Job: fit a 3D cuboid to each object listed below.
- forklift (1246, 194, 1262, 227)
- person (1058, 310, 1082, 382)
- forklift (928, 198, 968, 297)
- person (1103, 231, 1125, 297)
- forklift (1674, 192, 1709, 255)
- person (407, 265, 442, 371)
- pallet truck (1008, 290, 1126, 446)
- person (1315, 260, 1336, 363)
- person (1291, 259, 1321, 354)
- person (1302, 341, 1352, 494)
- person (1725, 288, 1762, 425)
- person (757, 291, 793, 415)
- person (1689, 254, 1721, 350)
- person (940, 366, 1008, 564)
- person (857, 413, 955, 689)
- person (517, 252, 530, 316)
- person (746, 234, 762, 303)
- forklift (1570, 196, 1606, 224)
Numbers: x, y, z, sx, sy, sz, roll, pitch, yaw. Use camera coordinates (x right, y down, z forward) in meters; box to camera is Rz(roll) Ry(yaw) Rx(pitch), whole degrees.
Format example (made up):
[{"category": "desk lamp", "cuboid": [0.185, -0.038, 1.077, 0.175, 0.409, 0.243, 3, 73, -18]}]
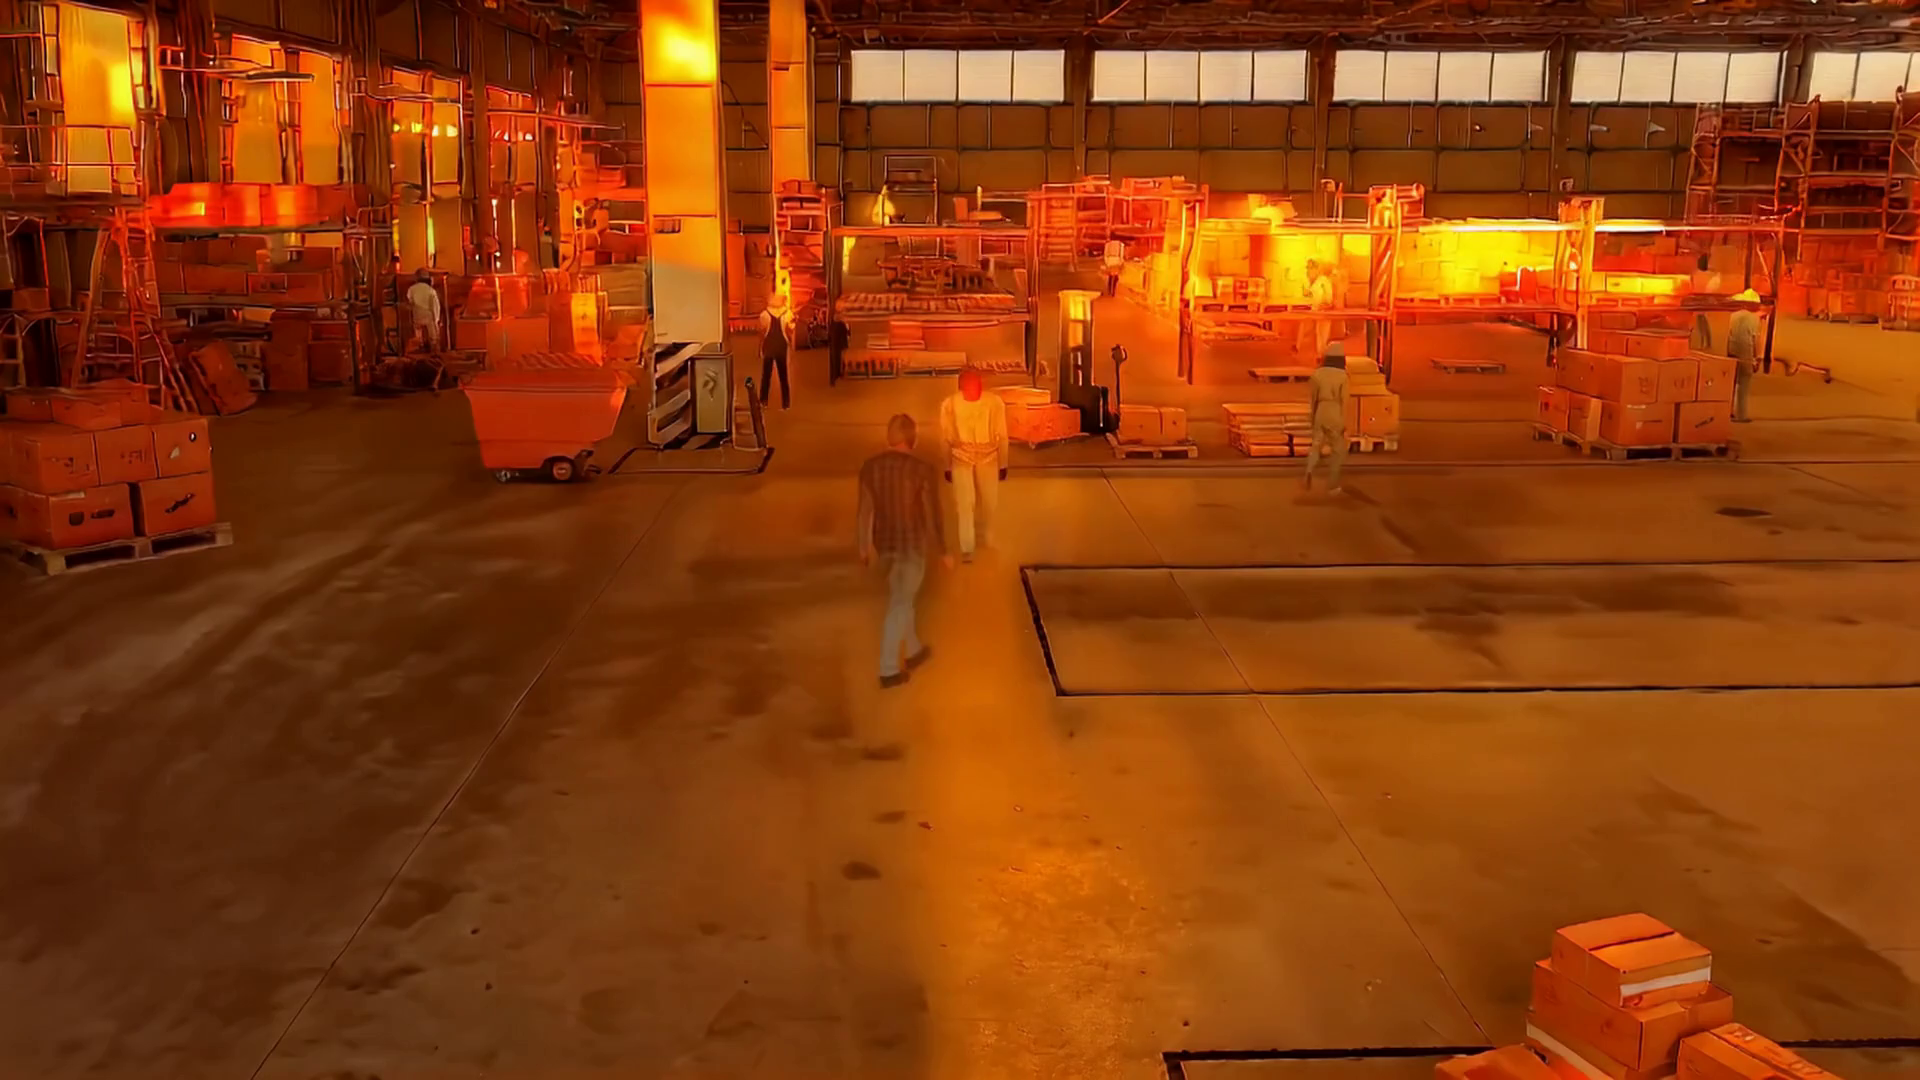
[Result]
[{"category": "forklift", "cuboid": [9.679, -9.988, 54.817, 1.873, 2.768, 1.129, 4, 13, 18]}, {"category": "person", "cuboid": [1.653, -2.411, 23.394, 0.886, 1.655, 0.528, -2, 13, -10]}, {"category": "forklift", "cuboid": [0.033, -8.182, 46.662, 1.873, 2.768, 1.129, 0, 12, -2]}, {"category": "person", "cuboid": [4.428, -7.955, 47.941, 0.620, 1.881, 0.802, 4, 13, 19]}, {"category": "forklift", "cuboid": [26.675, -11.215, 60.356, 1.873, 2.768, 1.129, 0, 12, -2]}, {"category": "person", "cuboid": [-9.405, -3.855, 29.273, 0.552, 1.935, 0.370, -1, 13, -3]}, {"category": "pallet truck", "cuboid": [1.257, -2.299, 22.111, 1.885, 1.965, 0.823, -9, 15, -35]}, {"category": "person", "cuboid": [6.877, -4.280, 31.230, 0.383, 1.933, 0.671, 7, 14, 27]}, {"category": "person", "cuboid": [6.922, -4.598, 32.792, 0.609, 1.863, 0.993, 11, 17, 42]}, {"category": "person", "cuboid": [4.057, -1.329, 18.360, 0.493, 1.720, 0.661, 8, 15, 31]}, {"category": "person", "cuboid": [11.151, -2.610, 23.671, 0.383, 1.928, 0.588, -4, 13, -19]}, {"category": "person", "cuboid": [-2.740, -2.760, 24.582, 0.530, 1.835, 0.353, -2, 13, -10]}, {"category": "person", "cuboid": [14.951, -4.790, 33.551, 0.911, 1.913, 0.653, -9, 15, -36]}, {"category": "person", "cuboid": [0.128, -0.724, 15.413, 0.629, 1.818, 0.720, 0, 12, 0]}, {"category": "person", "cuboid": [-0.330, 0.052, 11.710, 0.640, 1.904, 0.892, 10, 16, 38]}, {"category": "person", "cuboid": [-10.684, -6.237, 40.726, 0.314, 1.634, 0.515, -7, 14, -30]}, {"category": "person", "cuboid": [-5.863, -7.350, 45.160, 1.005, 1.905, 0.628, -10, 16, -37]}, {"category": "forklift", "cuboid": [19.019, -9.054, 50.598, 1.129, 2.768, 1.873, 0, 12, -2]}]
